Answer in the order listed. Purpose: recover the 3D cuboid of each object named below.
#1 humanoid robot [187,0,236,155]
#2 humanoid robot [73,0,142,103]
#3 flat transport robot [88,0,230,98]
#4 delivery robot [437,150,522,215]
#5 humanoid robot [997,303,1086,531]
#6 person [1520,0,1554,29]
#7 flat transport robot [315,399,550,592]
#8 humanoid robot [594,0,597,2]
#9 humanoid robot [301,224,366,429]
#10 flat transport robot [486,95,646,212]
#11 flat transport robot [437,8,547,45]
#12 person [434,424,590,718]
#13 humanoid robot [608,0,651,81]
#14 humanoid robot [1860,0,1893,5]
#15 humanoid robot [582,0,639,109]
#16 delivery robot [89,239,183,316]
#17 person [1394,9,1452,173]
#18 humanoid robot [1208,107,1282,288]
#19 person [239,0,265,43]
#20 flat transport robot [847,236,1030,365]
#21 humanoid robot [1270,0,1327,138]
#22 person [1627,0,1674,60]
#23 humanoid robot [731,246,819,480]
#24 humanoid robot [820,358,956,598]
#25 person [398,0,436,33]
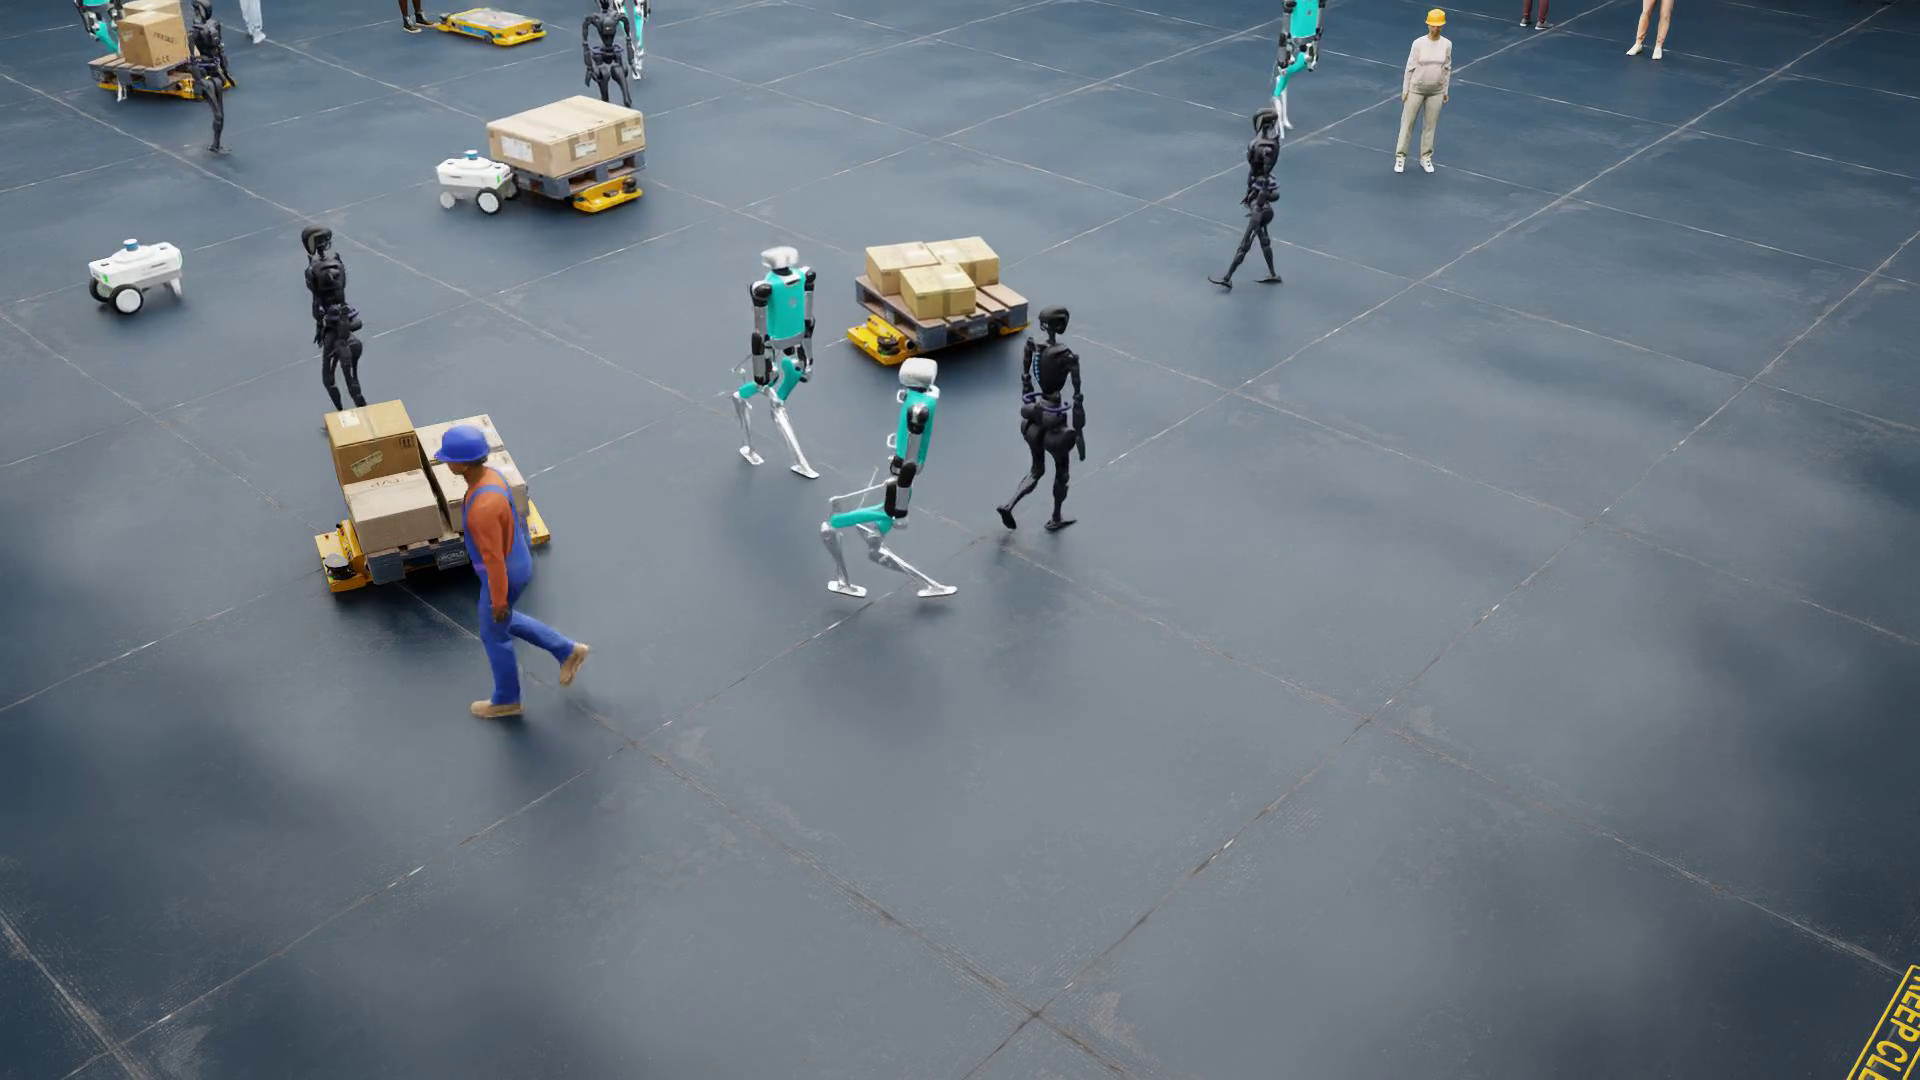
[{"bbox_3d":[-8.053,-4.979,17.852,0.429,1.638,0.616,7,33,11],"label":"humanoid robot"},{"bbox_3d":[-10.010,-6.133,19.632,0.580,1.775,0.822,-1,32,-2],"label":"humanoid robot"},{"bbox_3d":[-9.632,-5.587,20.151,1.431,0.231,0.659,10,33,15],"label":"flat transport robot"},{"bbox_3d":[-4.831,-3.594,16.688,0.815,0.614,0.499,7,33,11],"label":"delivery robot"},{"bbox_3d":[0.548,-0.767,11.060,0.581,1.633,0.583,-26,40,-35],"label":"humanoid robot"},{"bbox_3d":[7.810,-7.757,22.180,0.368,1.813,0.539,-23,38,-32],"label":"person"},{"bbox_3d":[-3.541,-0.020,11.186,1.431,0.231,0.659,-15,35,-22],"label":"flat transport robot"},{"bbox_3d":[-5.025,-8.305,23.009,0.533,1.677,0.735,-11,33,-16],"label":"humanoid robot"},{"bbox_3d":[-4.608,-1.530,12.282,0.345,1.656,0.590,-25,40,-34],"label":"humanoid robot"},{"bbox_3d":[-3.995,-3.678,17.076,1.431,0.231,0.659,22,38,31],"label":"flat transport robot"},{"bbox_3d":[-6.257,-6.859,22.198,1.431,0.231,0.659,21,38,30],"label":"flat transport robot"},{"bbox_3d":[-2.533,0.179,9.338,0.619,1.888,0.520,-5,32,-9],"label":"person"},{"bbox_3d":[-3.948,-6.366,20.010,0.558,1.737,1.001,-9,33,-15],"label":"humanoid robot"},{"bbox_3d":[12.965,-8.286,23.188,0.645,1.631,0.588,-7,33,-12],"label":"humanoid robot"},{"bbox_3d":[-3.820,-5.191,18.182,0.594,1.641,0.552,-15,35,-23],"label":"humanoid robot"},{"bbox_3d":[-7.265,-2.330,14.652,0.520,0.613,0.784,26,40,35],"label":"delivery robot"},{"bbox_3d":[4.846,-4.673,17.324,0.481,1.697,0.309,0,32,0],"label":"person"},{"bbox_3d":[2.584,-3.025,14.709,0.715,1.630,0.589,-1,32,-2],"label":"humanoid robot"},{"bbox_3d":[-9.319,-7.505,21.697,0.621,1.894,0.640,-4,32,-6],"label":"person"},{"bbox_3d":[-0.182,-1.836,14.110,1.431,0.231,0.659,-18,36,-27],"label":"flat transport robot"},{"bbox_3d":[3.623,-5.343,18.414,0.543,1.841,0.749,-14,35,-21],"label":"humanoid robot"},{"bbox_3d":[8.857,-7.027,20.952,0.517,1.871,0.361,20,37,28],"label":"person"},{"bbox_3d":[-1.393,-1.297,11.872,0.879,1.780,0.550,27,41,36],"label":"humanoid robot"},{"bbox_3d":[-0.532,-0.316,10.308,1.033,1.736,0.542,1,32,2],"label":"humanoid robot"},{"bbox_3d":[-7.347,-7.768,22.055,0.364,1.966,0.608,13,34,20],"label":"person"}]
